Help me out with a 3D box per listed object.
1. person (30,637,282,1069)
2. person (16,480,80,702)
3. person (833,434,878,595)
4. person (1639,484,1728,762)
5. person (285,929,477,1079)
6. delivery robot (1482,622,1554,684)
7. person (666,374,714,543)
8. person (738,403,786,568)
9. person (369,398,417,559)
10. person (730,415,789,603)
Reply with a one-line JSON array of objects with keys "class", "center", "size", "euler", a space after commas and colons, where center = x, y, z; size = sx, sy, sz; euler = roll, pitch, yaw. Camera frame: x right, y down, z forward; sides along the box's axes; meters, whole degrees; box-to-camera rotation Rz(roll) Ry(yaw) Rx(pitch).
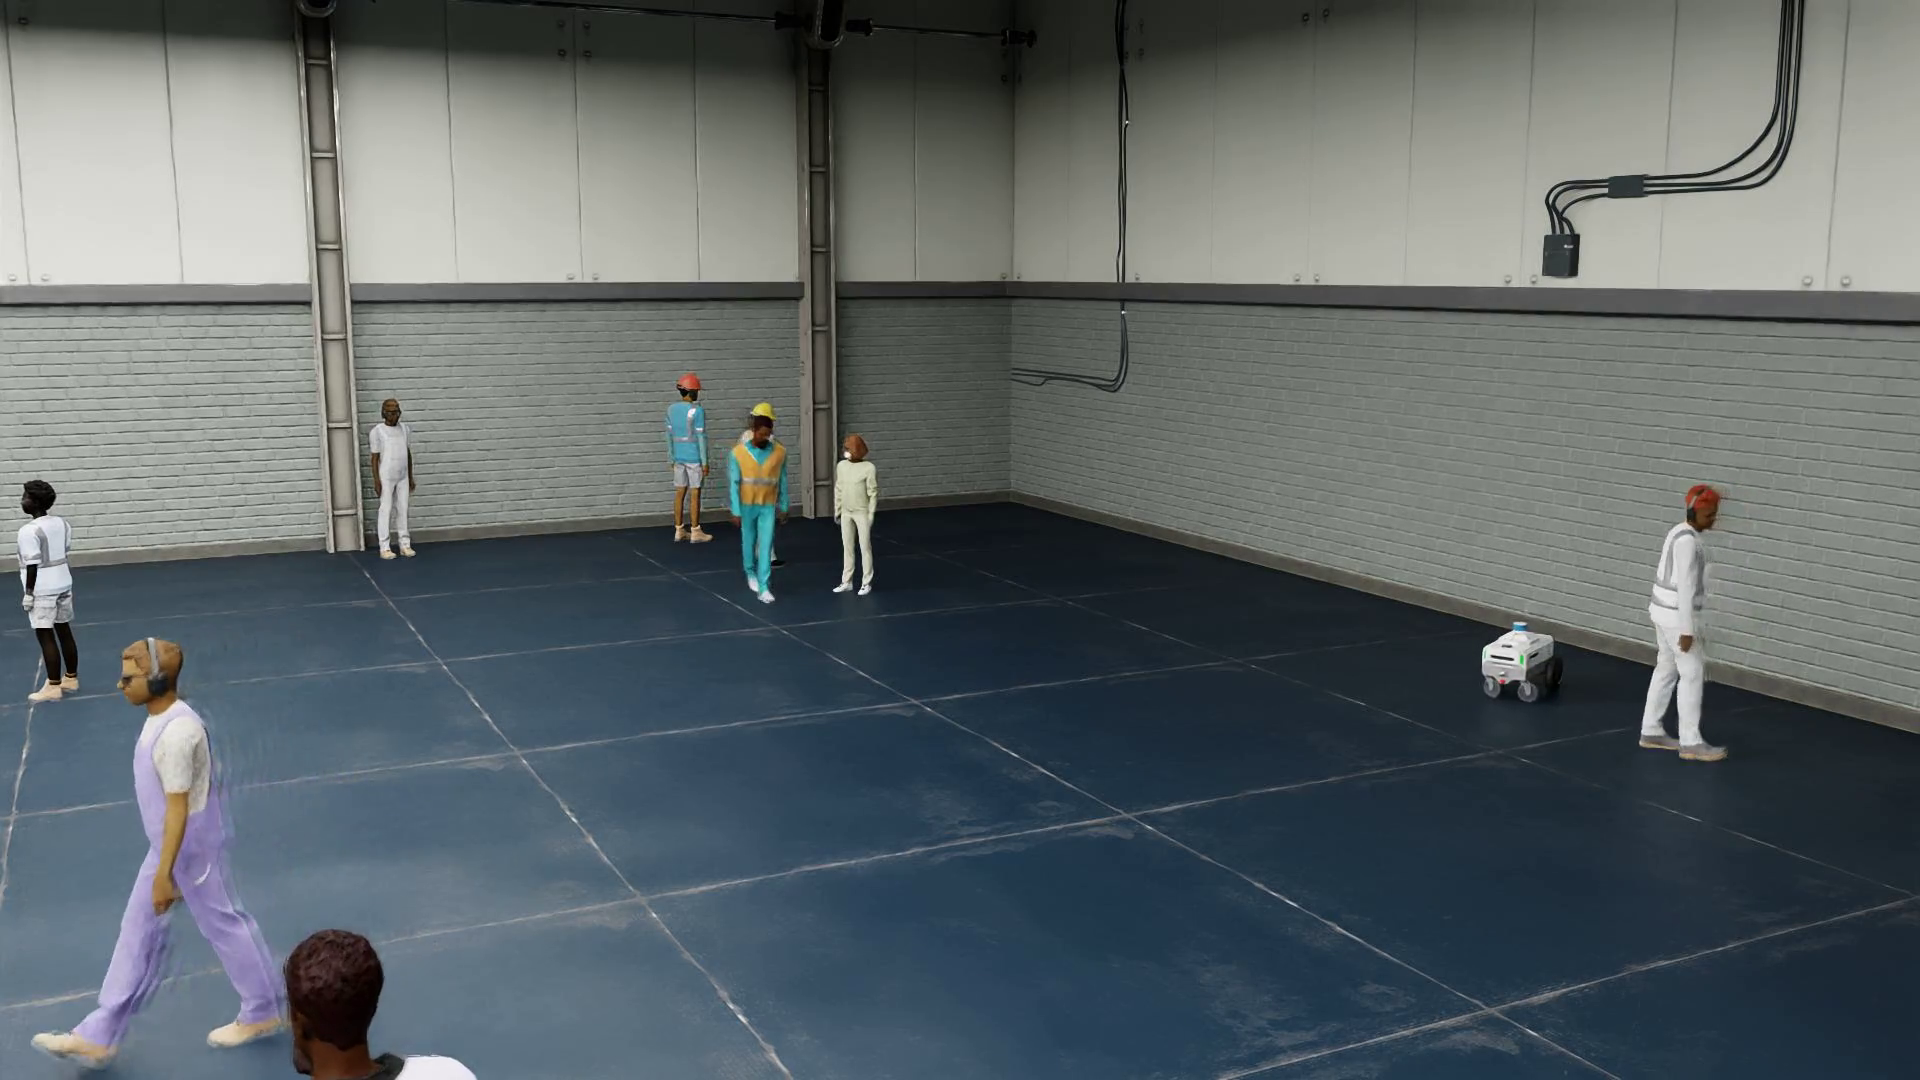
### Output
[{"class": "person", "center": [-3.301, 1.291, 6.807], "size": [0.967, 1.796, 0.540], "euler": [-7, 11, -36]}, {"class": "person", "center": [-6.987, 0.383, 12.715], "size": [0.315, 1.698, 0.541], "euler": [0, 9, 2]}, {"class": "person", "center": [-1.063, -0.259, 16.872], "size": [0.497, 1.633, 0.279], "euler": [6, 11, 31]}, {"class": "person", "center": [4.910, 0.543, 11.226], "size": [0.485, 1.868, 0.613], "euler": [3, 10, 17]}, {"class": "person", "center": [-1.261, 1.771, 3.554], "size": [0.417, 1.906, 0.598], "euler": [7, 11, 35]}, {"class": "delivery robot", "center": [4.327, 0.879, 12.888], "size": [0.477, 0.478, 0.707], "euler": [7, 12, 38]}, {"class": "person", "center": [-3.256, -0.986, 20.097], "size": [0.615, 2.041, 0.386], "euler": [7, 11, 35]}, {"class": "person", "center": [-2.187, -0.598, 18.392], "size": [0.404, 1.821, 0.589], "euler": [-8, 12, -42]}, {"class": "person", "center": [-6.463, -0.696, 18.964], "size": [0.341, 1.839, 0.501], "euler": [7, 12, 37]}, {"class": "person", "center": [-2.020, -0.343, 16.745], "size": [0.611, 1.855, 0.993], "euler": [-3, 10, -15]}]
